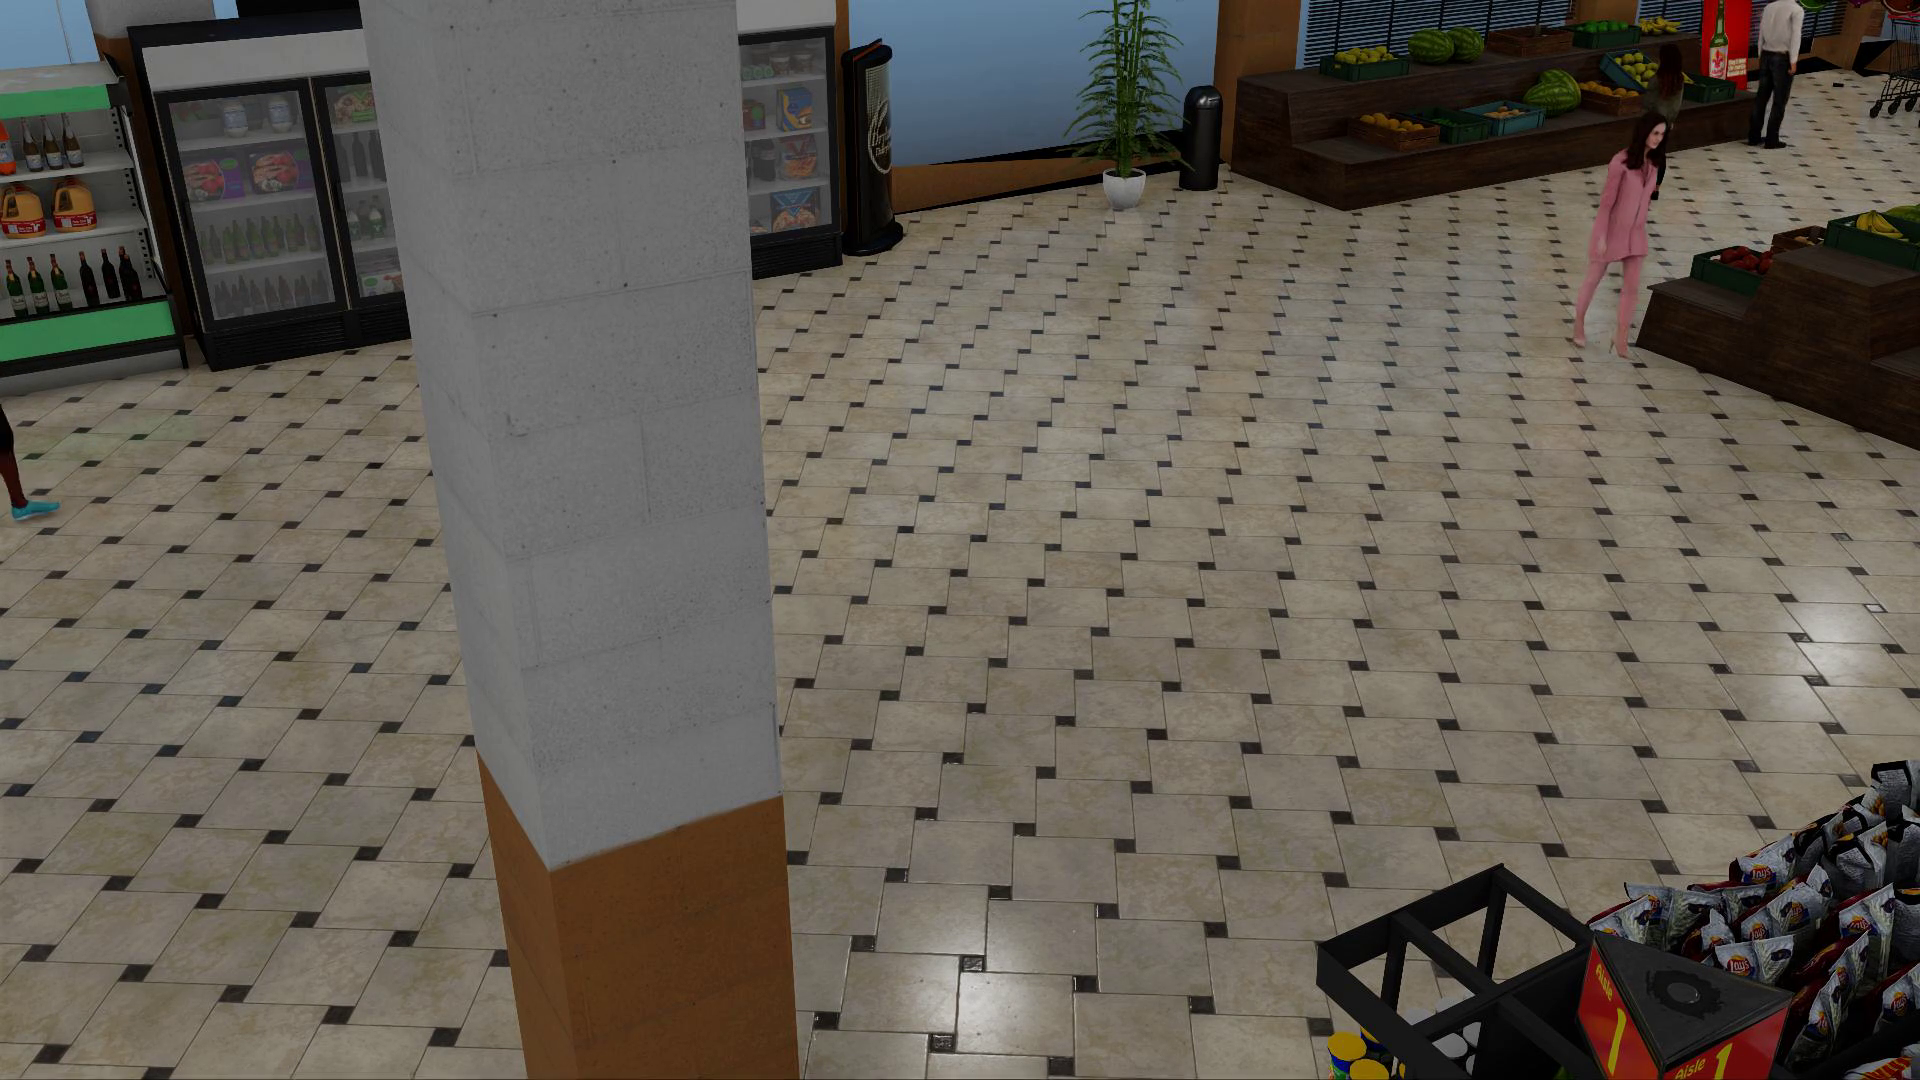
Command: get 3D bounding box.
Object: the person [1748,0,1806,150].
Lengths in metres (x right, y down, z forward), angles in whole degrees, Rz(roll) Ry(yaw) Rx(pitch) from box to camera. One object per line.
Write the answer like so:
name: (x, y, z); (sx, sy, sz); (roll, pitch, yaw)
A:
person: (8.653, -5.092, 17.714); (0.639, 1.806, 0.725); (-11, 29, -21)

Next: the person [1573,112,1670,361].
person: (4.753, -2.239, 12.128); (0.916, 1.768, 0.875); (-4, 27, -8)

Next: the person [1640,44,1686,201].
person: (6.662, -3.982, 15.887); (0.486, 1.477, 0.663); (-10, 29, -20)
